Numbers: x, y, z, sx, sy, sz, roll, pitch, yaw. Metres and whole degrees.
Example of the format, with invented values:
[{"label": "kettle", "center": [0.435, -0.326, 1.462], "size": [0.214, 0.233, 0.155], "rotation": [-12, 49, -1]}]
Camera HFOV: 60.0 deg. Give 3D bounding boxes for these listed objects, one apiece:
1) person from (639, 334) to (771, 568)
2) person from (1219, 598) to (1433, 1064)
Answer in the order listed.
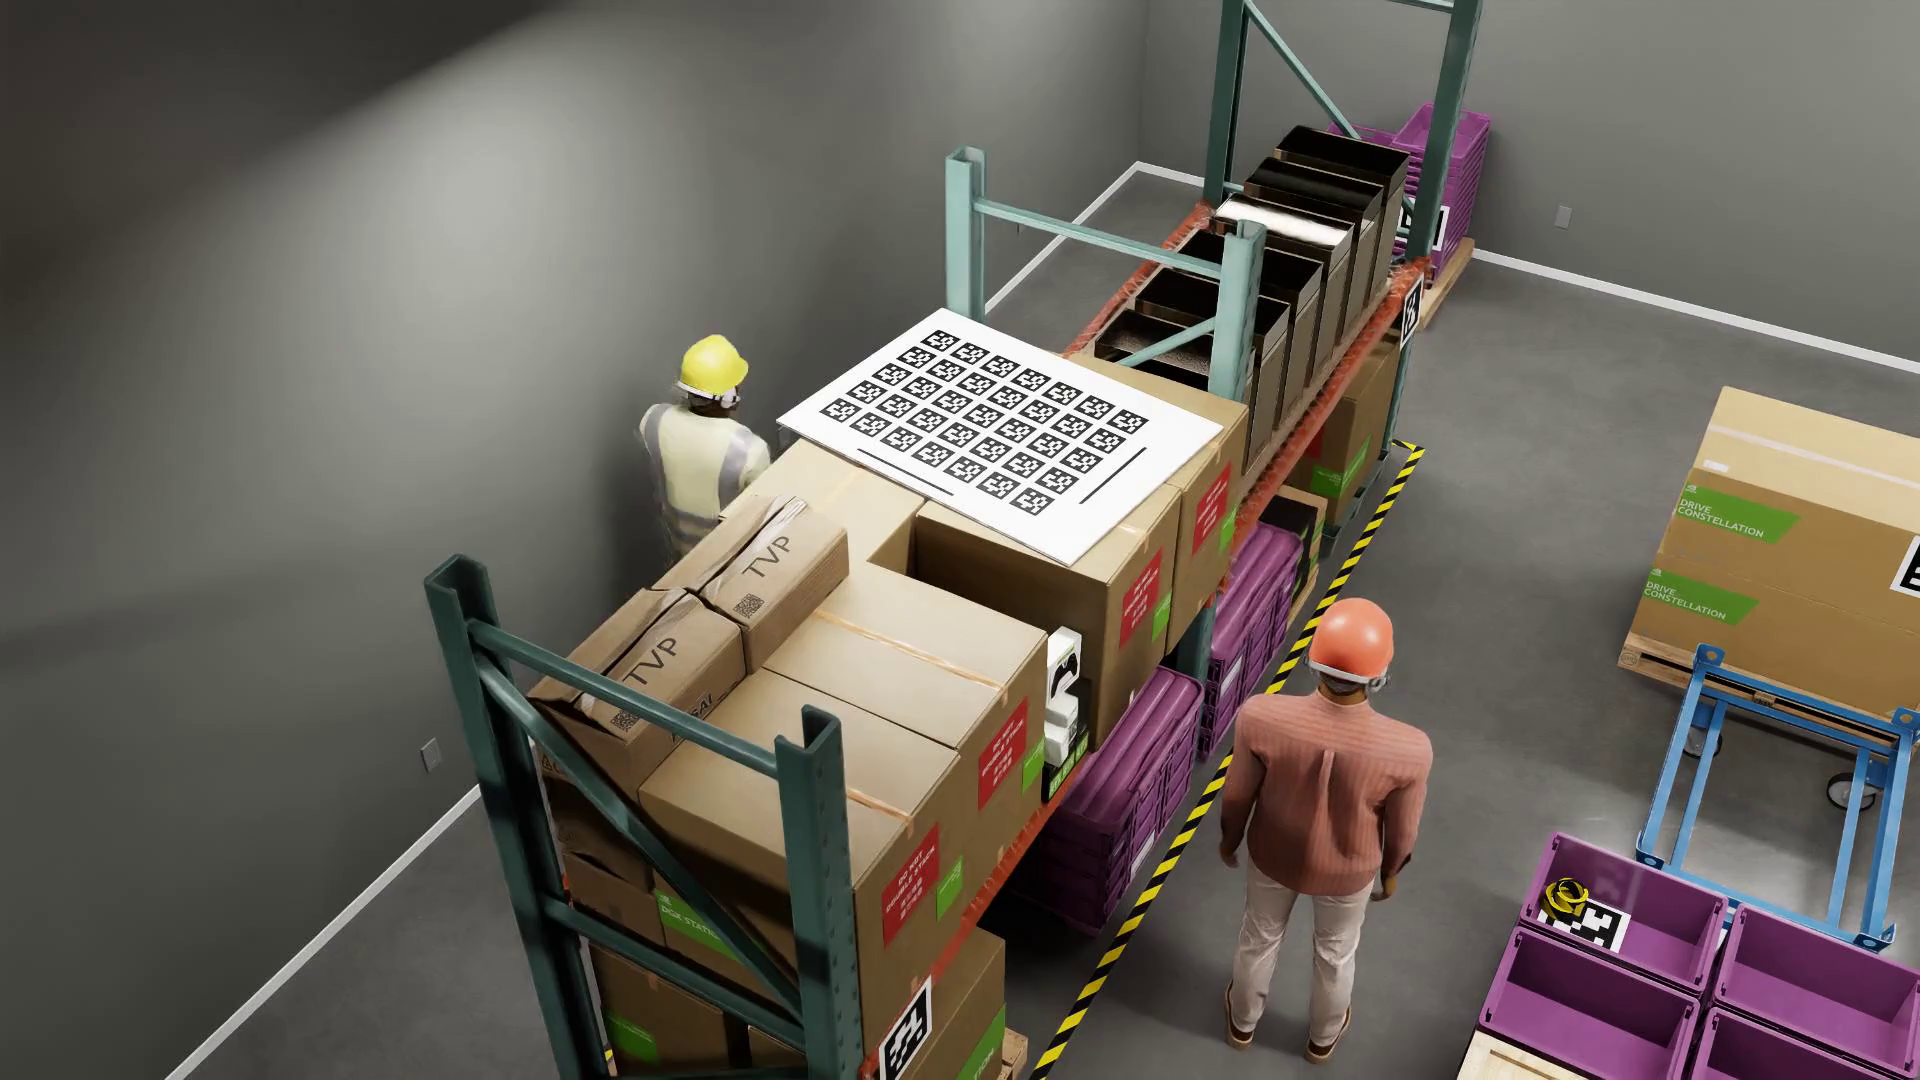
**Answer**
[{"label": "person", "center": [-0.939, -0.094, 6.825], "size": [0.593, 1.785, 0.915], "rotation": [15, 42, 18]}, {"label": "person", "center": [1.143, 0.982, 5.385], "size": [0.613, 1.992, 0.397], "rotation": [12, 41, 14]}]
